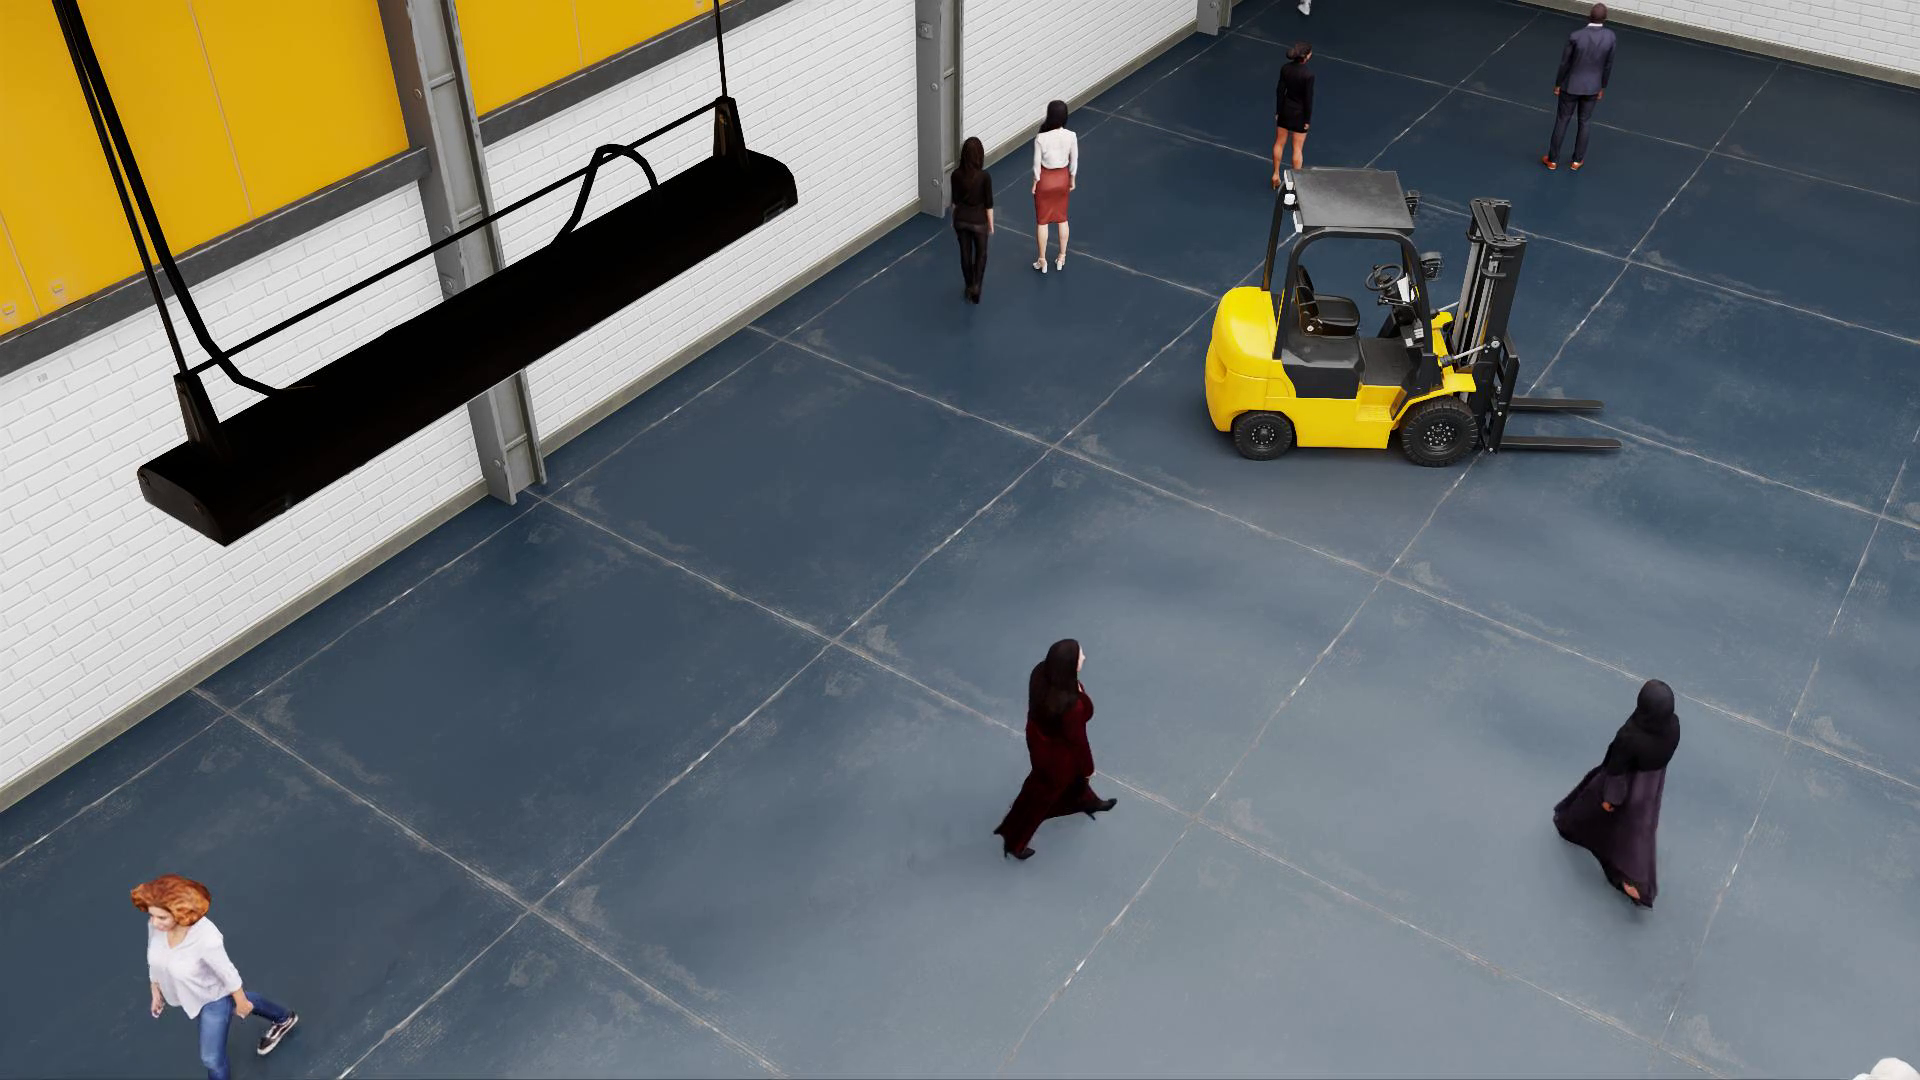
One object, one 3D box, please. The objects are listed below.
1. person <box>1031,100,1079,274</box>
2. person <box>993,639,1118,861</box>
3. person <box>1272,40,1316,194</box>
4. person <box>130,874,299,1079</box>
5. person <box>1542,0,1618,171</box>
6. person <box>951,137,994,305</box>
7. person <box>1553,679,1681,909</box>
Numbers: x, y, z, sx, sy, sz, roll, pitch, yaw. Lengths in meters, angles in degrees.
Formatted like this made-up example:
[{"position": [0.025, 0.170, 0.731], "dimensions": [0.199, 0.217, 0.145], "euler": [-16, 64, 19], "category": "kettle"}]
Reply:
[{"position": [0.887, -3.385, 15.948], "dimensions": [0.654, 1.749, 0.734], "euler": [-9, 40, -12], "category": "person"}, {"position": [0.482, 1.315, 10.093], "dimensions": [1.215, 1.712, 1.082], "euler": [-12, 40, -14], "category": "person"}, {"position": [3.476, -4.400, 17.307], "dimensions": [0.578, 1.639, 0.627], "euler": [29, 47, 31], "category": "person"}, {"position": [-3.942, 2.321, 8.865], "dimensions": [0.701, 1.672, 1.130], "euler": [19, 43, 23], "category": "person"}, {"position": [6.601, -4.811, 17.675], "dimensions": [0.781, 1.824, 0.766], "euler": [6, 39, 8], "category": "person"}, {"position": [0.091, -2.916, 15.458], "dimensions": [0.755, 1.627, 0.879], "euler": [6, 39, 7], "category": "person"}, {"position": [4.063, 1.500, 9.945], "dimensions": [1.114, 1.607, 1.130], "euler": [-9, 40, -11], "category": "person"}]
